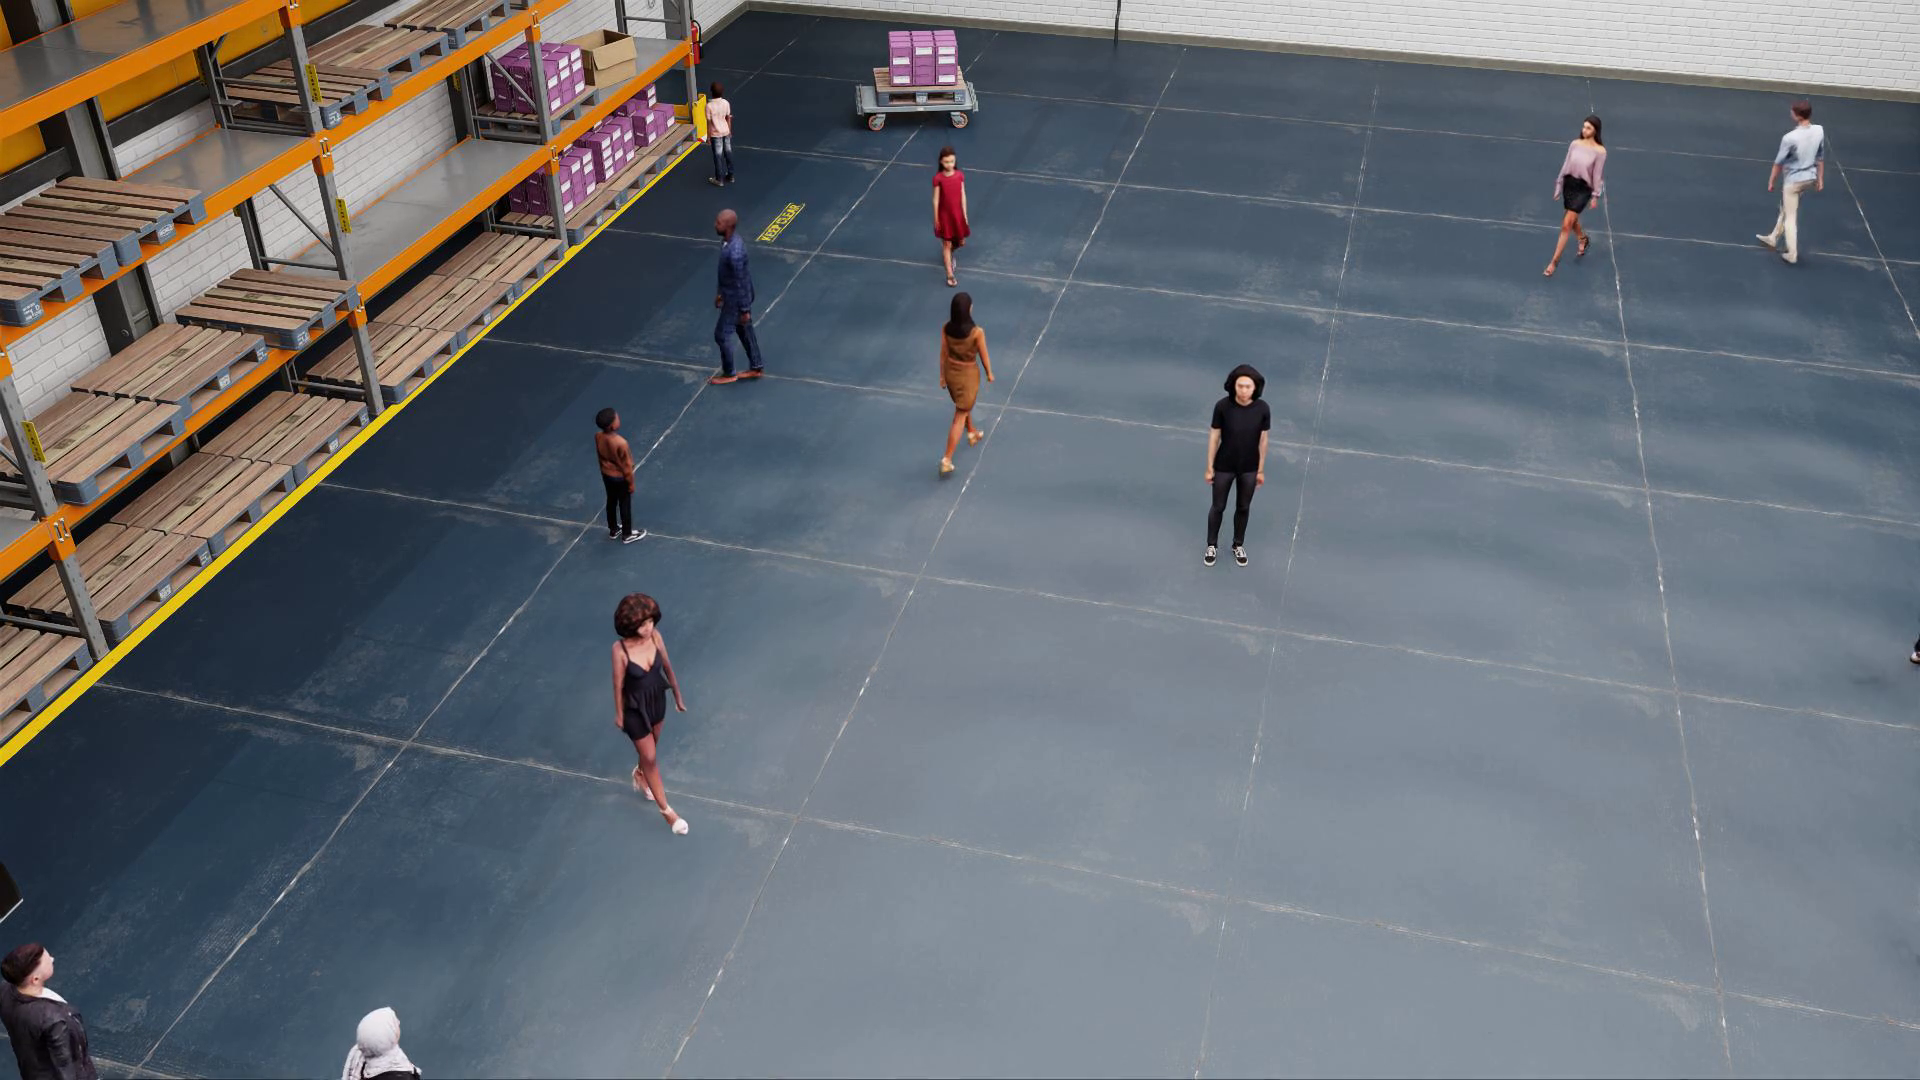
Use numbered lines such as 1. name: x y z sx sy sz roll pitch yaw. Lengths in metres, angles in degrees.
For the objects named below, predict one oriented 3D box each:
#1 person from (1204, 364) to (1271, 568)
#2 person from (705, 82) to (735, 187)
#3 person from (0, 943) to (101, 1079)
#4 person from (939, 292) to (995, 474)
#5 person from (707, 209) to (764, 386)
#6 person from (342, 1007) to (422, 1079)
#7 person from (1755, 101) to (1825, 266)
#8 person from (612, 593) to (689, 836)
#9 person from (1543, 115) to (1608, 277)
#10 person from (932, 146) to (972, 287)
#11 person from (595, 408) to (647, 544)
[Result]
1. person: 2.259 -0.628 13.579 0.684 1.835 0.598 1 34 2
2. person: -2.998 -5.082 20.757 0.577 1.306 0.650 -23 40 -30
3. person: -4.653 2.811 8.439 0.798 1.797 1.158 15 36 21
4. person: -0.017 -1.370 14.863 0.790 1.650 1.126 19 38 26
5. person: -2.105 -2.370 16.233 0.917 1.798 0.884 -7 34 -10
6. person: -2.805 3.025 8.155 0.836 1.756 1.064 20 39 28
7. person: 9.439 -3.983 18.656 0.993 1.802 1.103 -4 34 -6
8. person: -2.142 1.083 11.071 0.905 1.762 0.956 28 43 35
9. person: 6.894 -3.833 18.456 1.192 1.774 1.045 -24 40 -31
10. person: -0.130 -3.611 18.331 0.798 1.543 0.886 -12 36 -18
11. person: -2.898 -0.553 13.991 0.579 1.254 0.568 21 39 29
